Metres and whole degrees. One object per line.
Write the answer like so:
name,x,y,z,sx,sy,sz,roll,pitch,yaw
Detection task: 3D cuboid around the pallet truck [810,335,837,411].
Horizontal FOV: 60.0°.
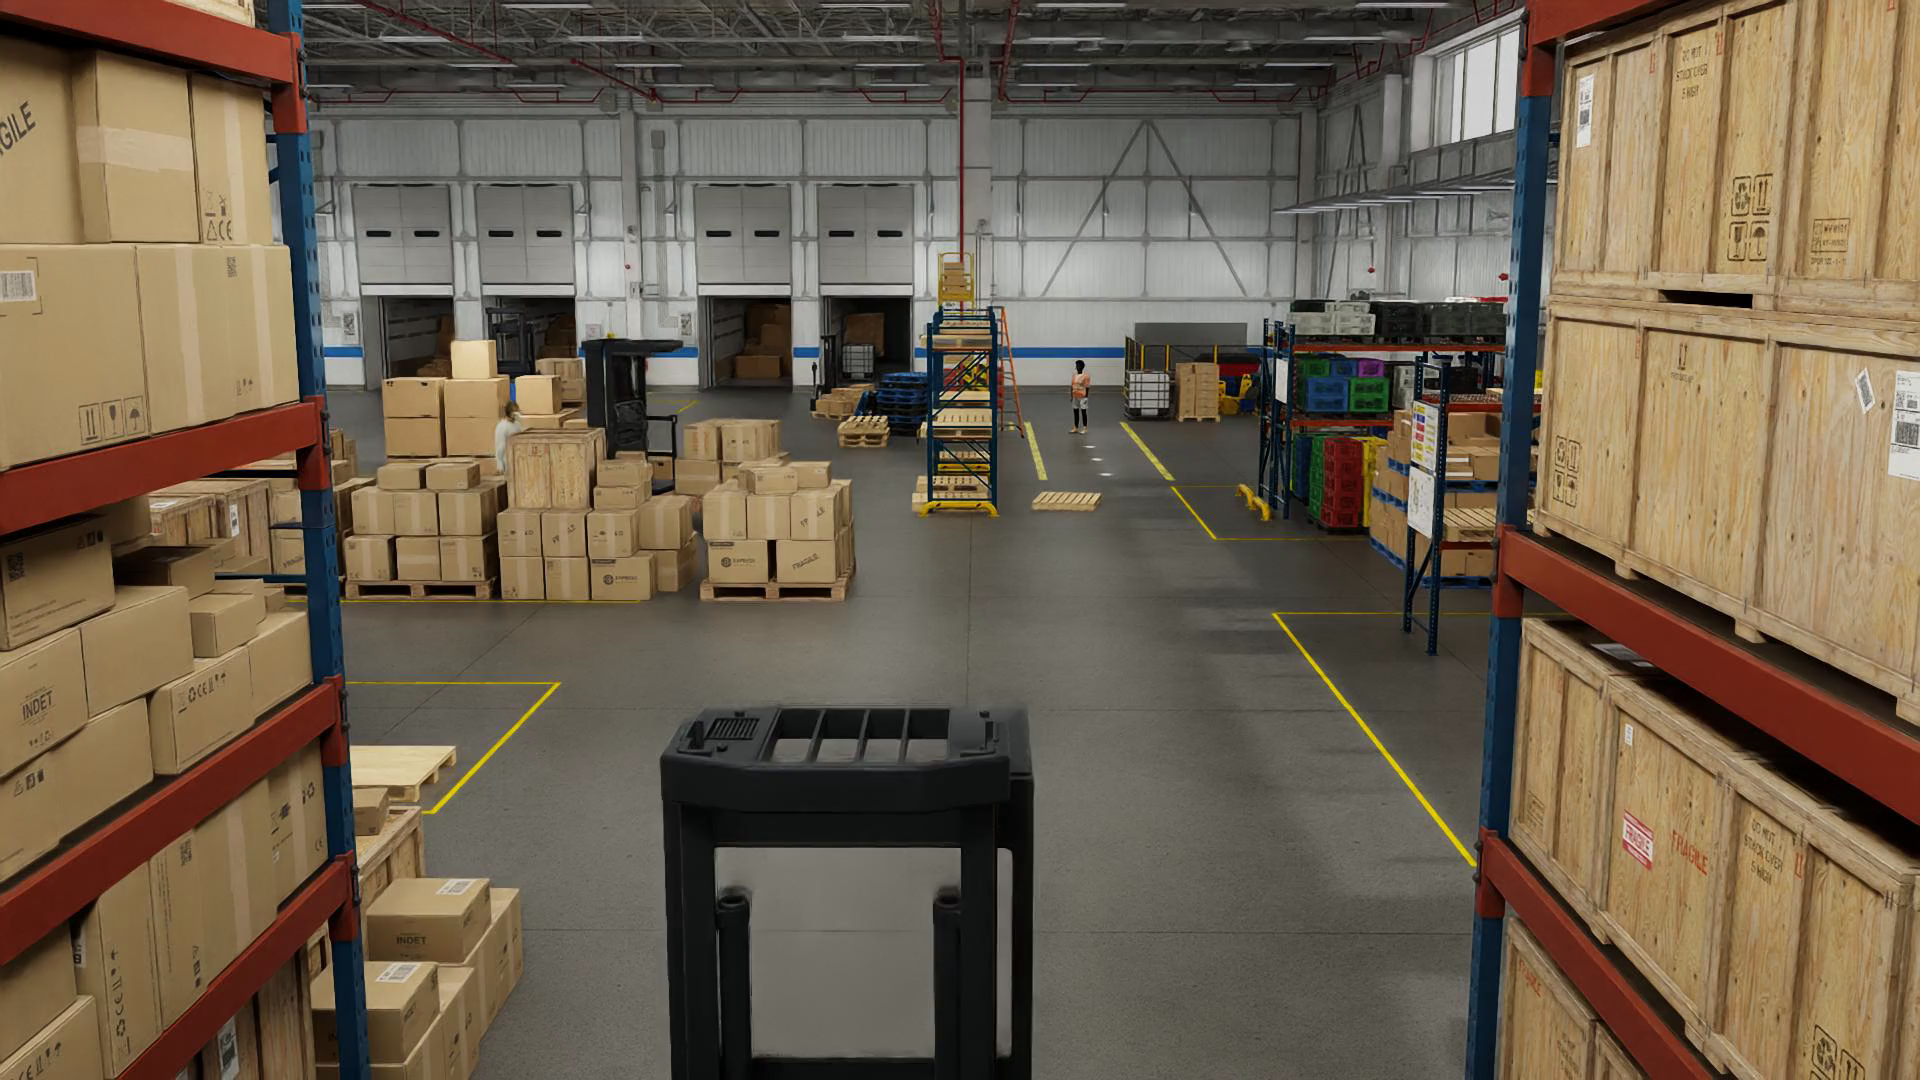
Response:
pallet truck,-3.021,-4.312,43.126,1.885,1.965,0.823,3,10,17

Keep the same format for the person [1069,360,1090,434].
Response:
person,2.718,-3.253,37.873,0.315,1.699,0.540,-10,14,-44

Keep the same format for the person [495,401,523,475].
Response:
person,-6.586,-1.117,24.920,0.803,1.914,0.655,2,10,10

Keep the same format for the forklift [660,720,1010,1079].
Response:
forklift,-0.328,1.897,4.755,1.129,2.768,1.873,0,10,1

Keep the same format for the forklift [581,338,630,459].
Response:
forklift,-5.320,-1.639,25.159,1.873,2.768,1.129,3,10,15

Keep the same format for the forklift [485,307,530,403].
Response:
forklift,-10.754,-4.150,39.646,1.129,2.768,1.873,0,10,1
